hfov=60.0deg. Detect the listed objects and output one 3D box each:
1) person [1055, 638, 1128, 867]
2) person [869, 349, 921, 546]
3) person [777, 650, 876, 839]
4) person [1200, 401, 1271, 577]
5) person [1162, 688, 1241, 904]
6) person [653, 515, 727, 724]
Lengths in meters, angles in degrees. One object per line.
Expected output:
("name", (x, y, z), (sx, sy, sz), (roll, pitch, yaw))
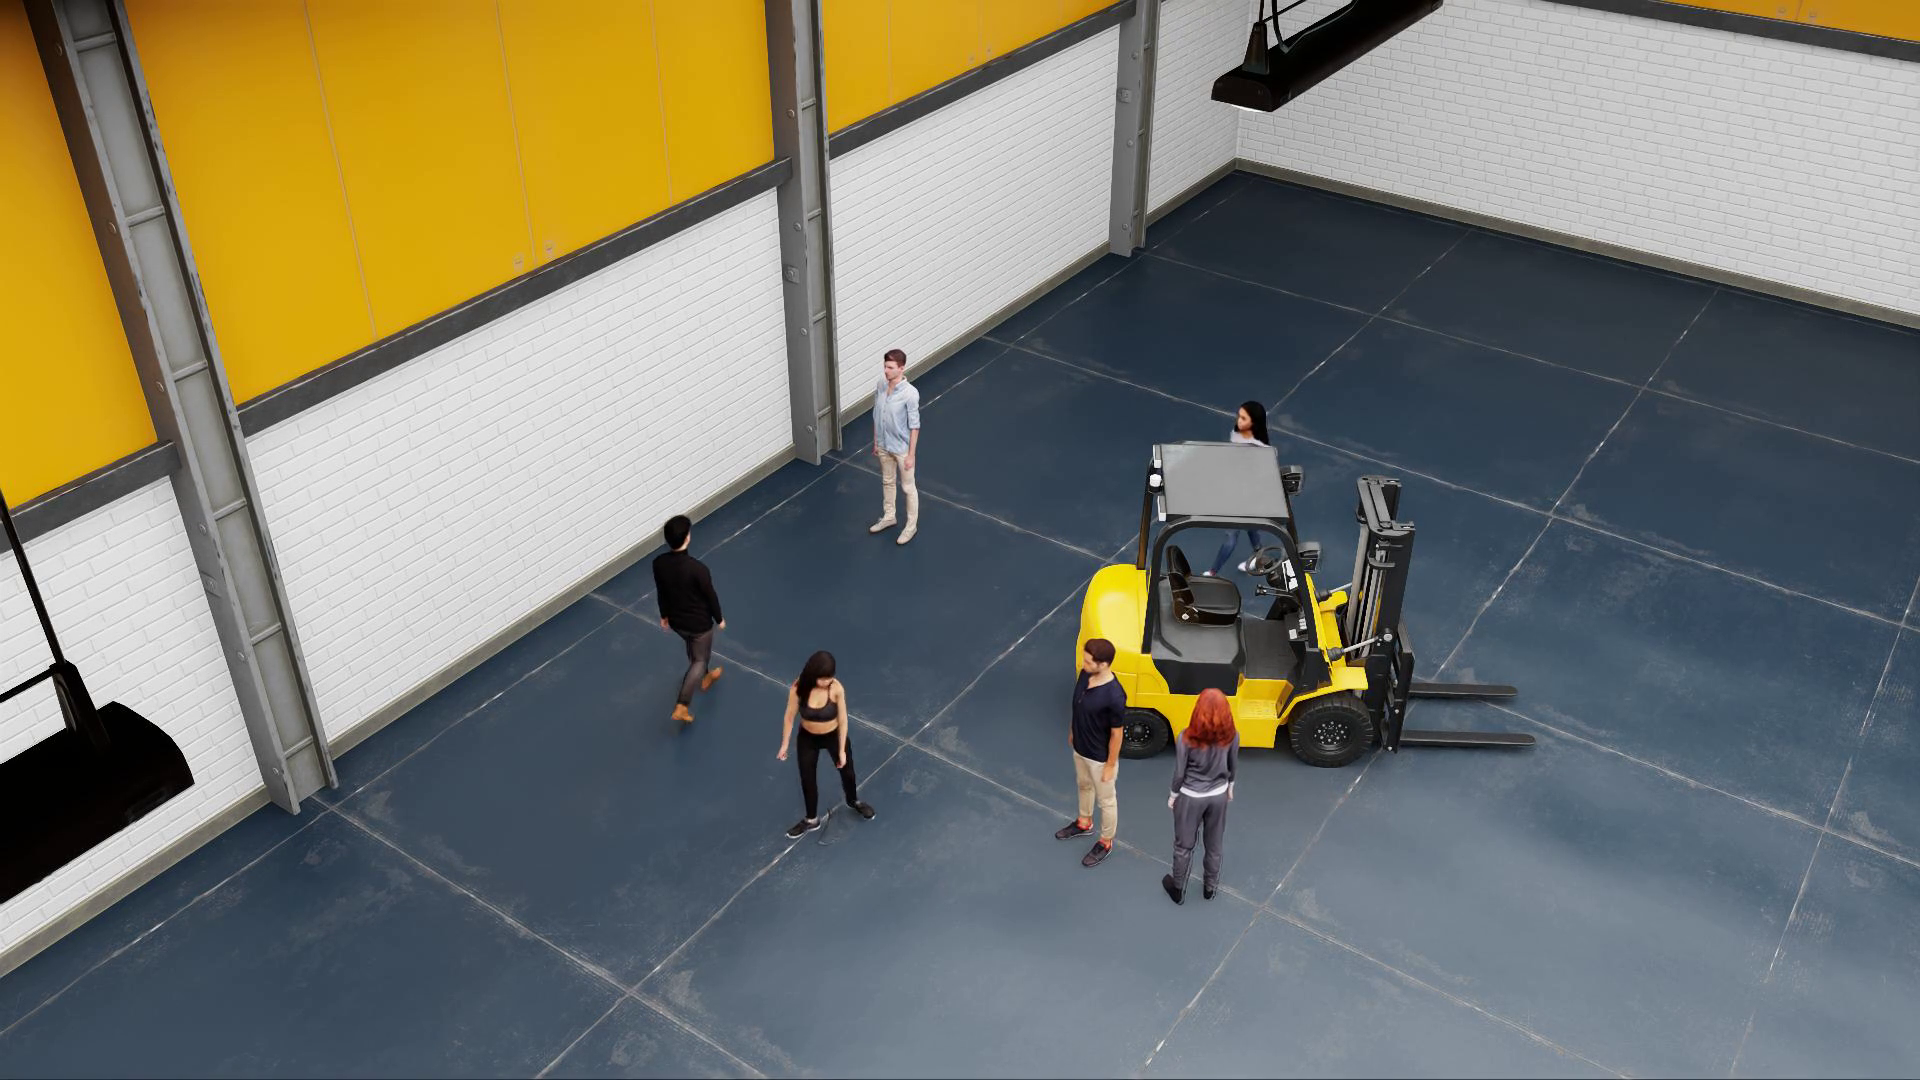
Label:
("person", (0.926, 1.399, 11.279), (0.676, 1.851, 0.710), (-18, 38, -25))
("person", (-0.558, -0.848, 14.662), (0.655, 1.848, 0.563), (24, 41, 32))
("person", (-0.994, 1.384, 11.506), (0.909, 1.625, 0.896), (11, 35, 15))
("person", (2.501, -0.415, 14.149), (1.188, 1.696, 0.972), (-16, 37, -23))
("person", (1.591, 1.687, 10.910), (0.662, 1.780, 0.711), (-4, 34, -6))
("person", (-2.069, 0.610, 12.590), (0.706, 1.713, 1.061), (17, 37, 24))
